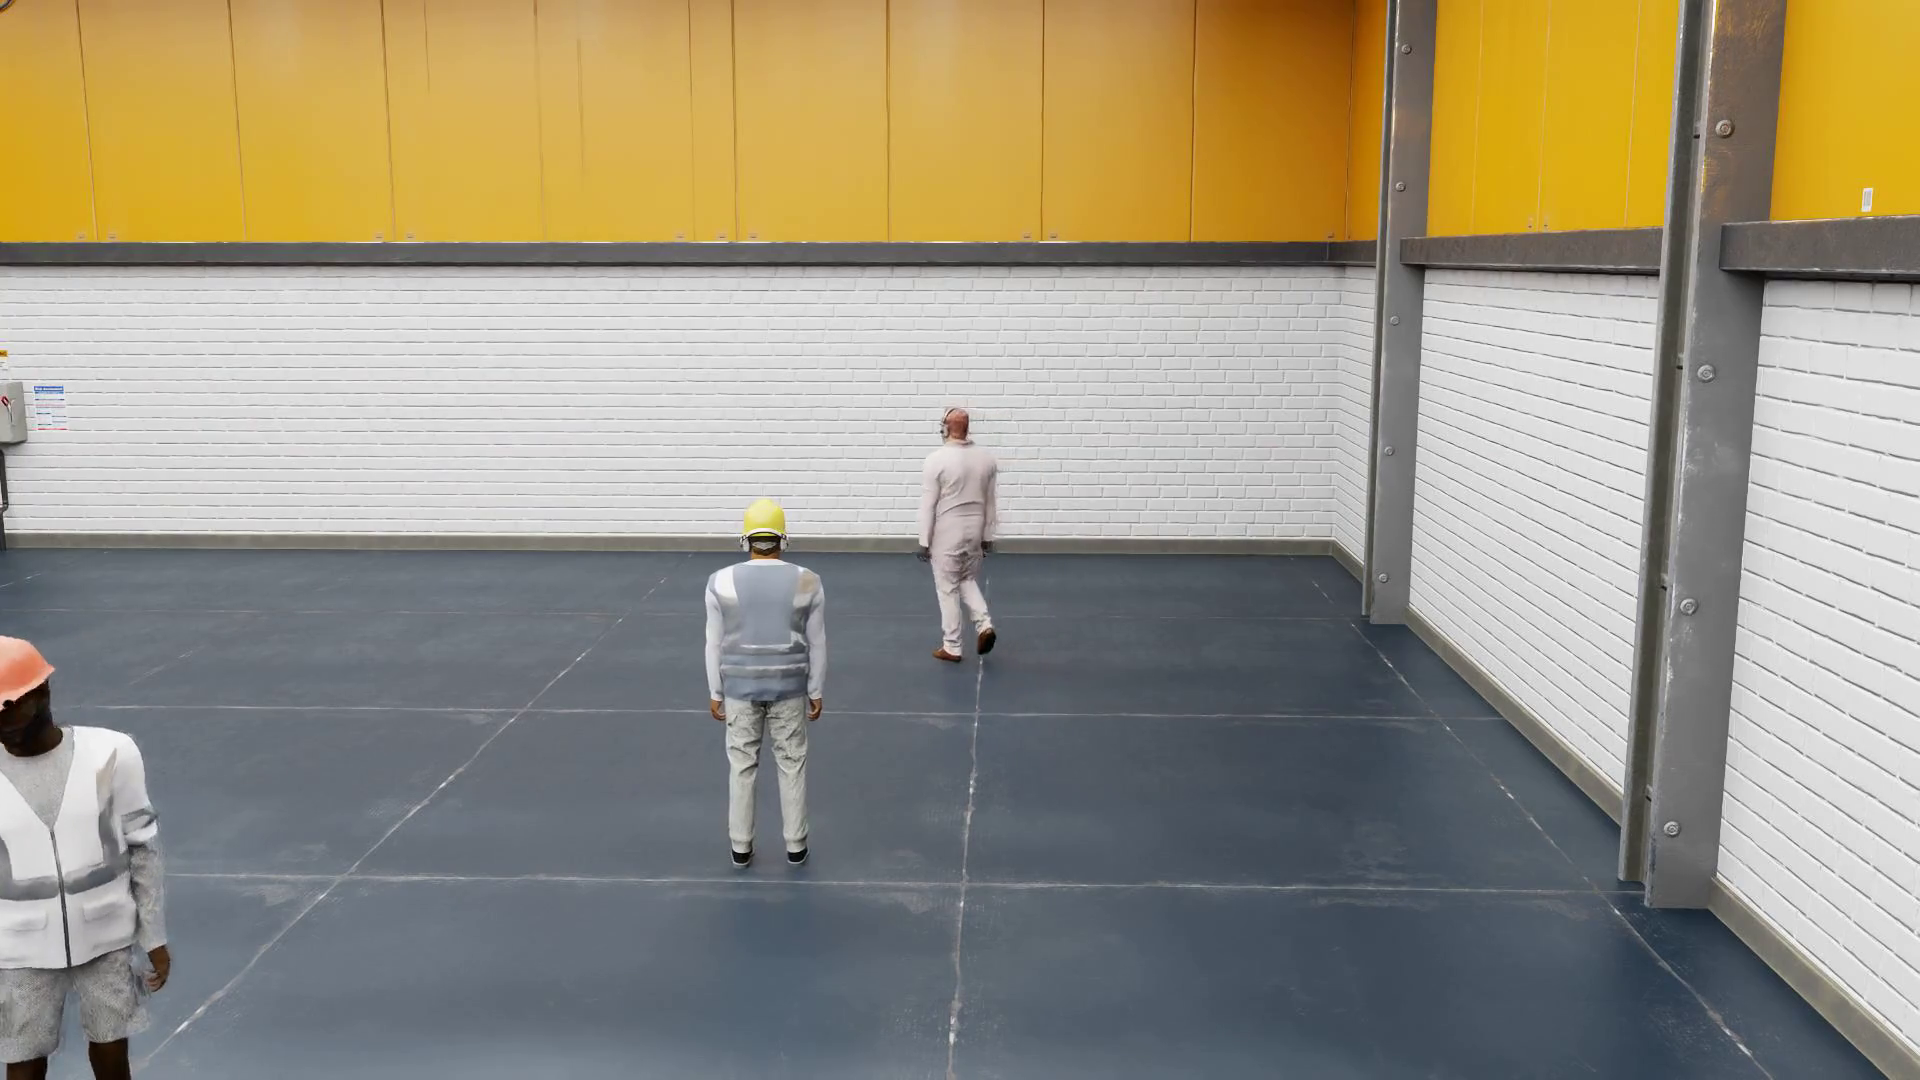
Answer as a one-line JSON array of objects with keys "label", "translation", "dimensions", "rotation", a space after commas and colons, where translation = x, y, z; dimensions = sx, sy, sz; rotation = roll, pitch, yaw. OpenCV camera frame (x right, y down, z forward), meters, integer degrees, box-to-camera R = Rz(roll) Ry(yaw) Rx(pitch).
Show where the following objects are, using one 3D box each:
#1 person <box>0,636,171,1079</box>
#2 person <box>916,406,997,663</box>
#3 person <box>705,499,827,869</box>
[{"label": "person", "translation": [-2.690, 1.211, 4.970], "dimensions": [0.580, 1.907, 0.413], "rotation": [-6, 11, -31]}, {"label": "person", "translation": [-0.027, -0.032, 12.239], "dimensions": [0.640, 1.897, 0.463], "rotation": [-8, 12, -39]}, {"label": "person", "translation": [-0.946, 0.708, 8.149], "dimensions": [0.586, 1.824, 0.404], "rotation": [-2, 10, -9]}]
